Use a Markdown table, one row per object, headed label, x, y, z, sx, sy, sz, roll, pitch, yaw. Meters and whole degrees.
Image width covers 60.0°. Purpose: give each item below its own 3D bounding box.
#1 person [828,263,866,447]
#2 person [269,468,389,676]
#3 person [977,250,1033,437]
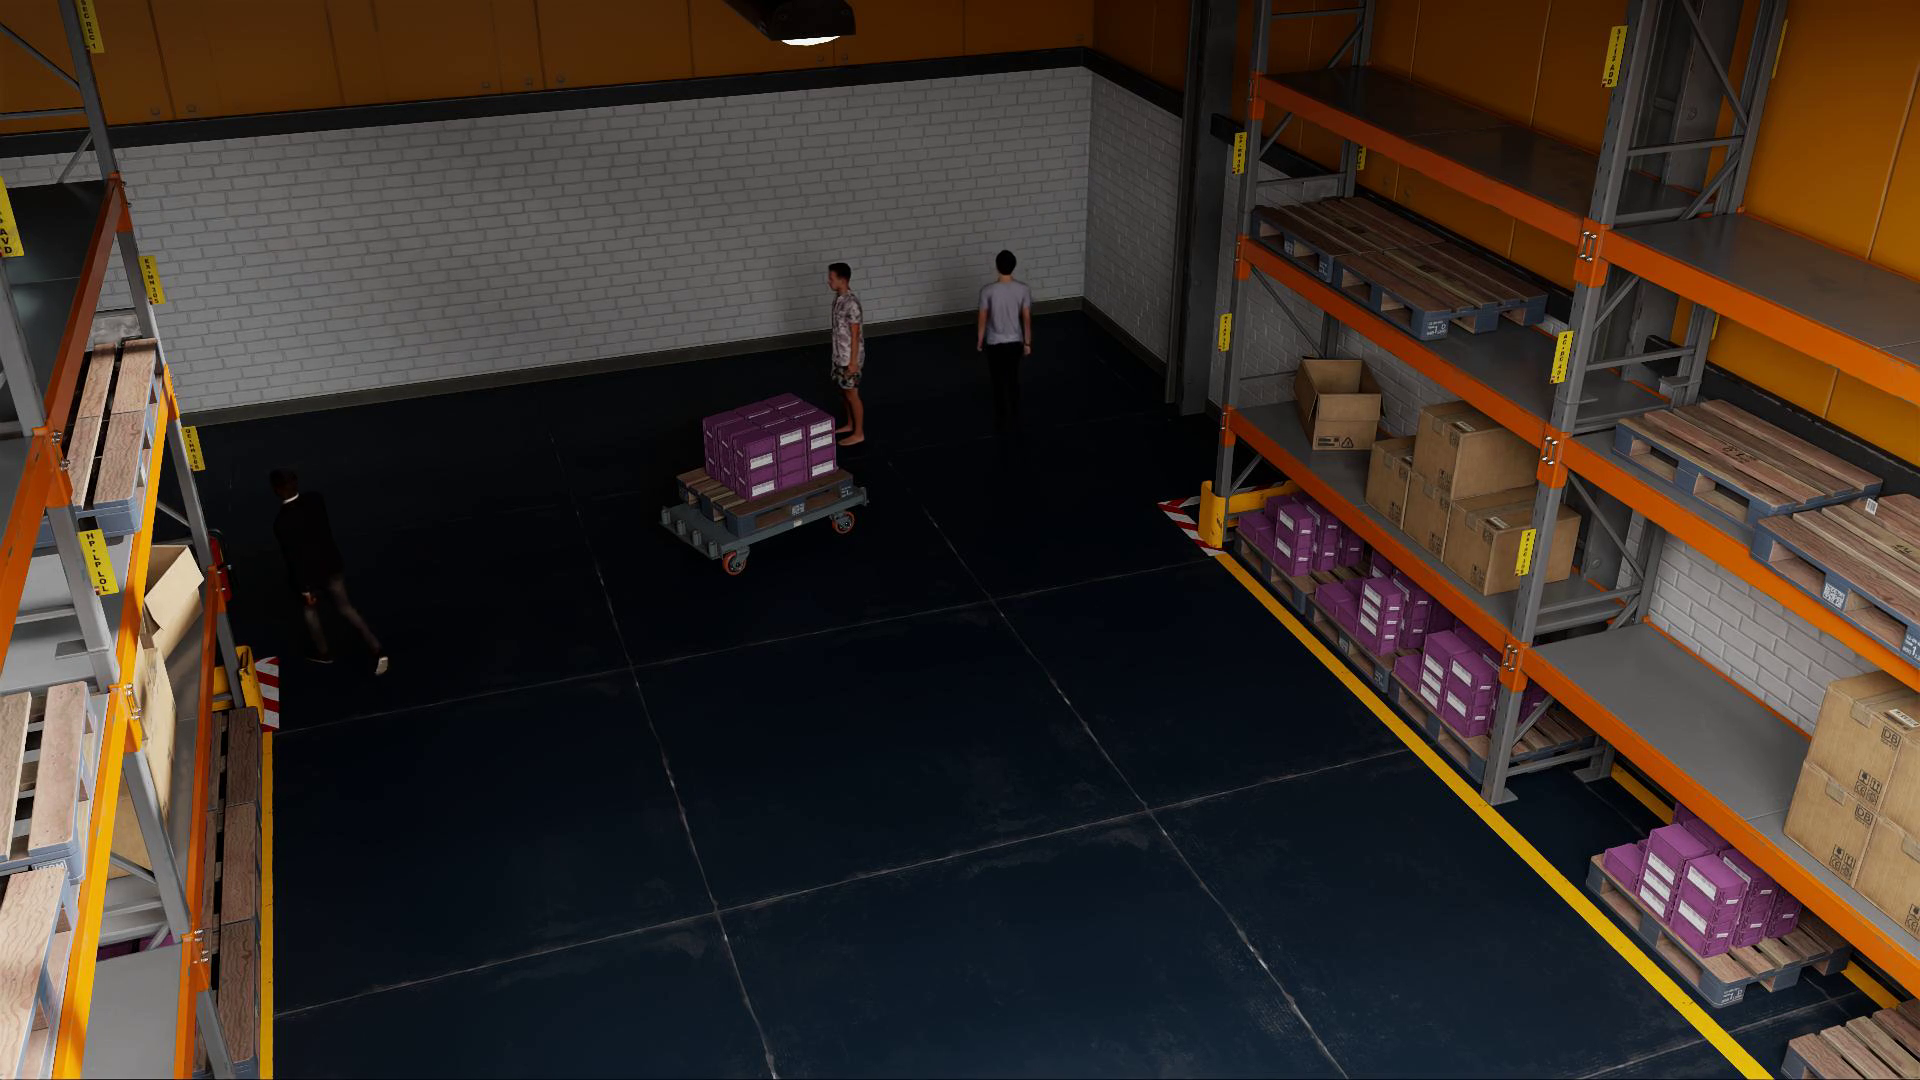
| label | x | y | z | sx | sy | sz | roll | pitch | yaw |
| --- | --- | --- | --- | --- | --- | --- | --- | --- | --- |
| person | -1.081 | -1.833 | 16.222 | 0.735 | 1.811 | 0.517 | -12 | 31 | -20 |
| person | -4.718 | 0.280 | 12.403 | 1.256 | 1.758 | 1.148 | 18 | 33 | 30 |
| person | 0.452 | -1.883 | 16.269 | 0.688 | 1.853 | 0.658 | -7 | 29 | -12 |
